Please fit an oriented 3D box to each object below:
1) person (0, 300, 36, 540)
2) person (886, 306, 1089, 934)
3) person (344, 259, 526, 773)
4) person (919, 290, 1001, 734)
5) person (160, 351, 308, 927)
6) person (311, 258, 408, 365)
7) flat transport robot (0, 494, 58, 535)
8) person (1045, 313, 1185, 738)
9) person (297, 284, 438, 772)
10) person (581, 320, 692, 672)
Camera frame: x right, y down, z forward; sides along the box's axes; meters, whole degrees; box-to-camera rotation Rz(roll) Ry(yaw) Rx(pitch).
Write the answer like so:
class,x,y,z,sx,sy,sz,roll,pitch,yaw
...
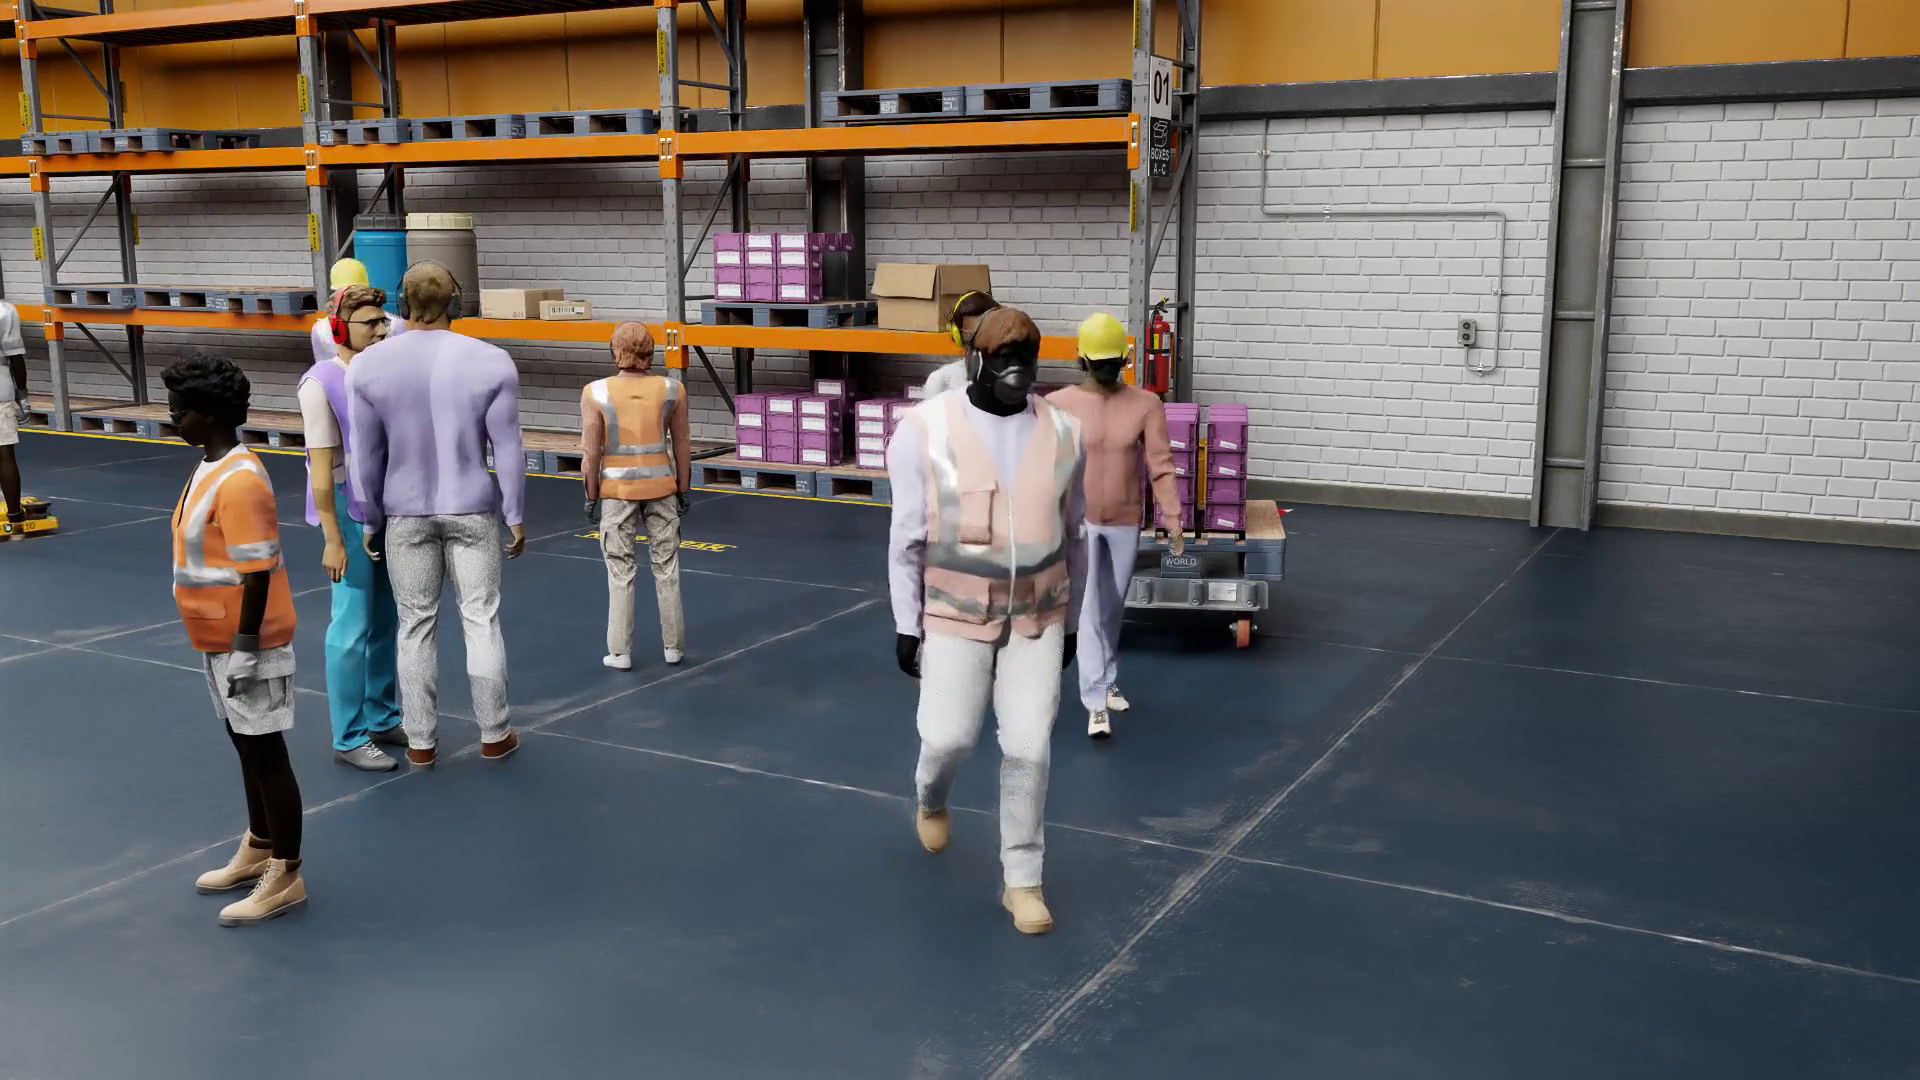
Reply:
class,x,y,z,sx,sy,sz,roll,pitch,yaw
person,-6.514,-0.960,11.037,0.611,1.964,0.364,-4,11,-20
person,0.078,0.211,4.999,0.632,1.827,0.671,-3,11,-14
person,-1.966,-0.083,6.310,0.635,1.936,0.354,-2,11,-13
person,0.078,-0.142,7.000,0.527,1.821,0.869,-4,11,-20
person,-2.150,0.289,4.940,0.321,1.694,0.529,-7,12,-33
person,-3.664,-0.789,10.299,0.594,1.904,0.831,-1,10,-8
flat transport robot,-6.936,-0.200,11.522,1.431,0.197,0.652,8,13,36
person,0.603,-0.061,6.799,0.611,1.708,0.895,-1,10,-8
person,-2.297,-0.050,6.389,0.377,1.841,0.570,2,11,10
person,-1.504,-0.200,7.770,0.523,1.639,0.306,-5,11,-24
